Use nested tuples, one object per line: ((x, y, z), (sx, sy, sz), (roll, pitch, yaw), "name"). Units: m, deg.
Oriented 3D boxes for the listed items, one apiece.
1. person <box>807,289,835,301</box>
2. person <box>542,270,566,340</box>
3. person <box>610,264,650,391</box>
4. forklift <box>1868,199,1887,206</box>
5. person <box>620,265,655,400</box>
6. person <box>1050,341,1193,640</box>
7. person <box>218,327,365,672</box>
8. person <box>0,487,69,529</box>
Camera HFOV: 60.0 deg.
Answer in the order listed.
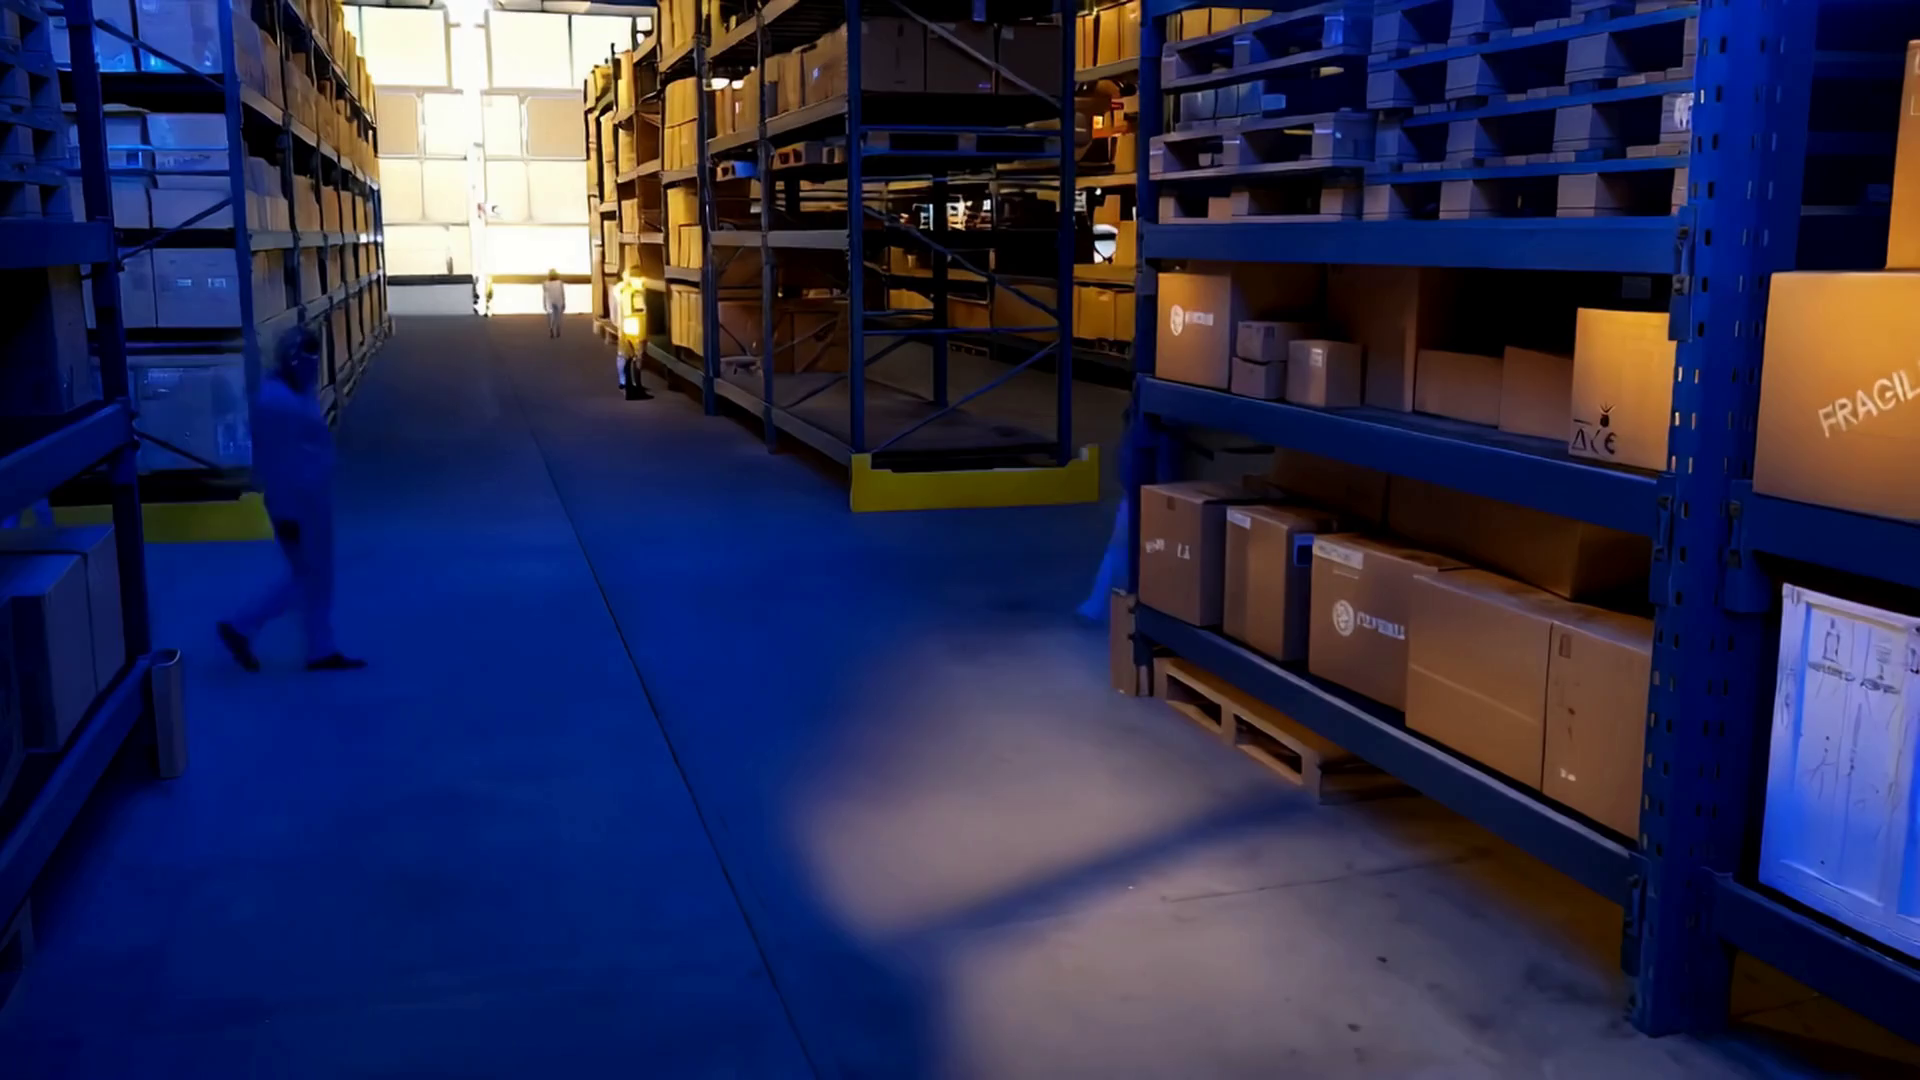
((-3.326, -5.795, 39.757), (0.656, 1.811, 0.777), (-1, 10, -6), "person")
((-9.300, -5.382, 38.081), (0.521, 1.607, 0.774), (-2, 11, -13), "person")
((-5.020, -3.216, 25.285), (0.631, 1.940, 0.372), (6, 12, 29), "person")
((11.338, -2.915, 21.052), (1.129, 2.768, 1.873), (-3, 11, -17), "forklift")
((-4.675, -2.983, 23.998), (0.347, 1.943, 0.544), (-9, 13, -39), "person")
((1.023, -0.273, 9.536), (0.941, 1.791, 0.657), (-2, 11, -11), "person")
((-3.590, -0.190, 8.857), (0.605, 1.885, 0.674), (-3, 11, -14), "person")
((-5.272, -0.350, 9.290), (0.374, 2.043, 0.608), (4, 11, 20), "person")
